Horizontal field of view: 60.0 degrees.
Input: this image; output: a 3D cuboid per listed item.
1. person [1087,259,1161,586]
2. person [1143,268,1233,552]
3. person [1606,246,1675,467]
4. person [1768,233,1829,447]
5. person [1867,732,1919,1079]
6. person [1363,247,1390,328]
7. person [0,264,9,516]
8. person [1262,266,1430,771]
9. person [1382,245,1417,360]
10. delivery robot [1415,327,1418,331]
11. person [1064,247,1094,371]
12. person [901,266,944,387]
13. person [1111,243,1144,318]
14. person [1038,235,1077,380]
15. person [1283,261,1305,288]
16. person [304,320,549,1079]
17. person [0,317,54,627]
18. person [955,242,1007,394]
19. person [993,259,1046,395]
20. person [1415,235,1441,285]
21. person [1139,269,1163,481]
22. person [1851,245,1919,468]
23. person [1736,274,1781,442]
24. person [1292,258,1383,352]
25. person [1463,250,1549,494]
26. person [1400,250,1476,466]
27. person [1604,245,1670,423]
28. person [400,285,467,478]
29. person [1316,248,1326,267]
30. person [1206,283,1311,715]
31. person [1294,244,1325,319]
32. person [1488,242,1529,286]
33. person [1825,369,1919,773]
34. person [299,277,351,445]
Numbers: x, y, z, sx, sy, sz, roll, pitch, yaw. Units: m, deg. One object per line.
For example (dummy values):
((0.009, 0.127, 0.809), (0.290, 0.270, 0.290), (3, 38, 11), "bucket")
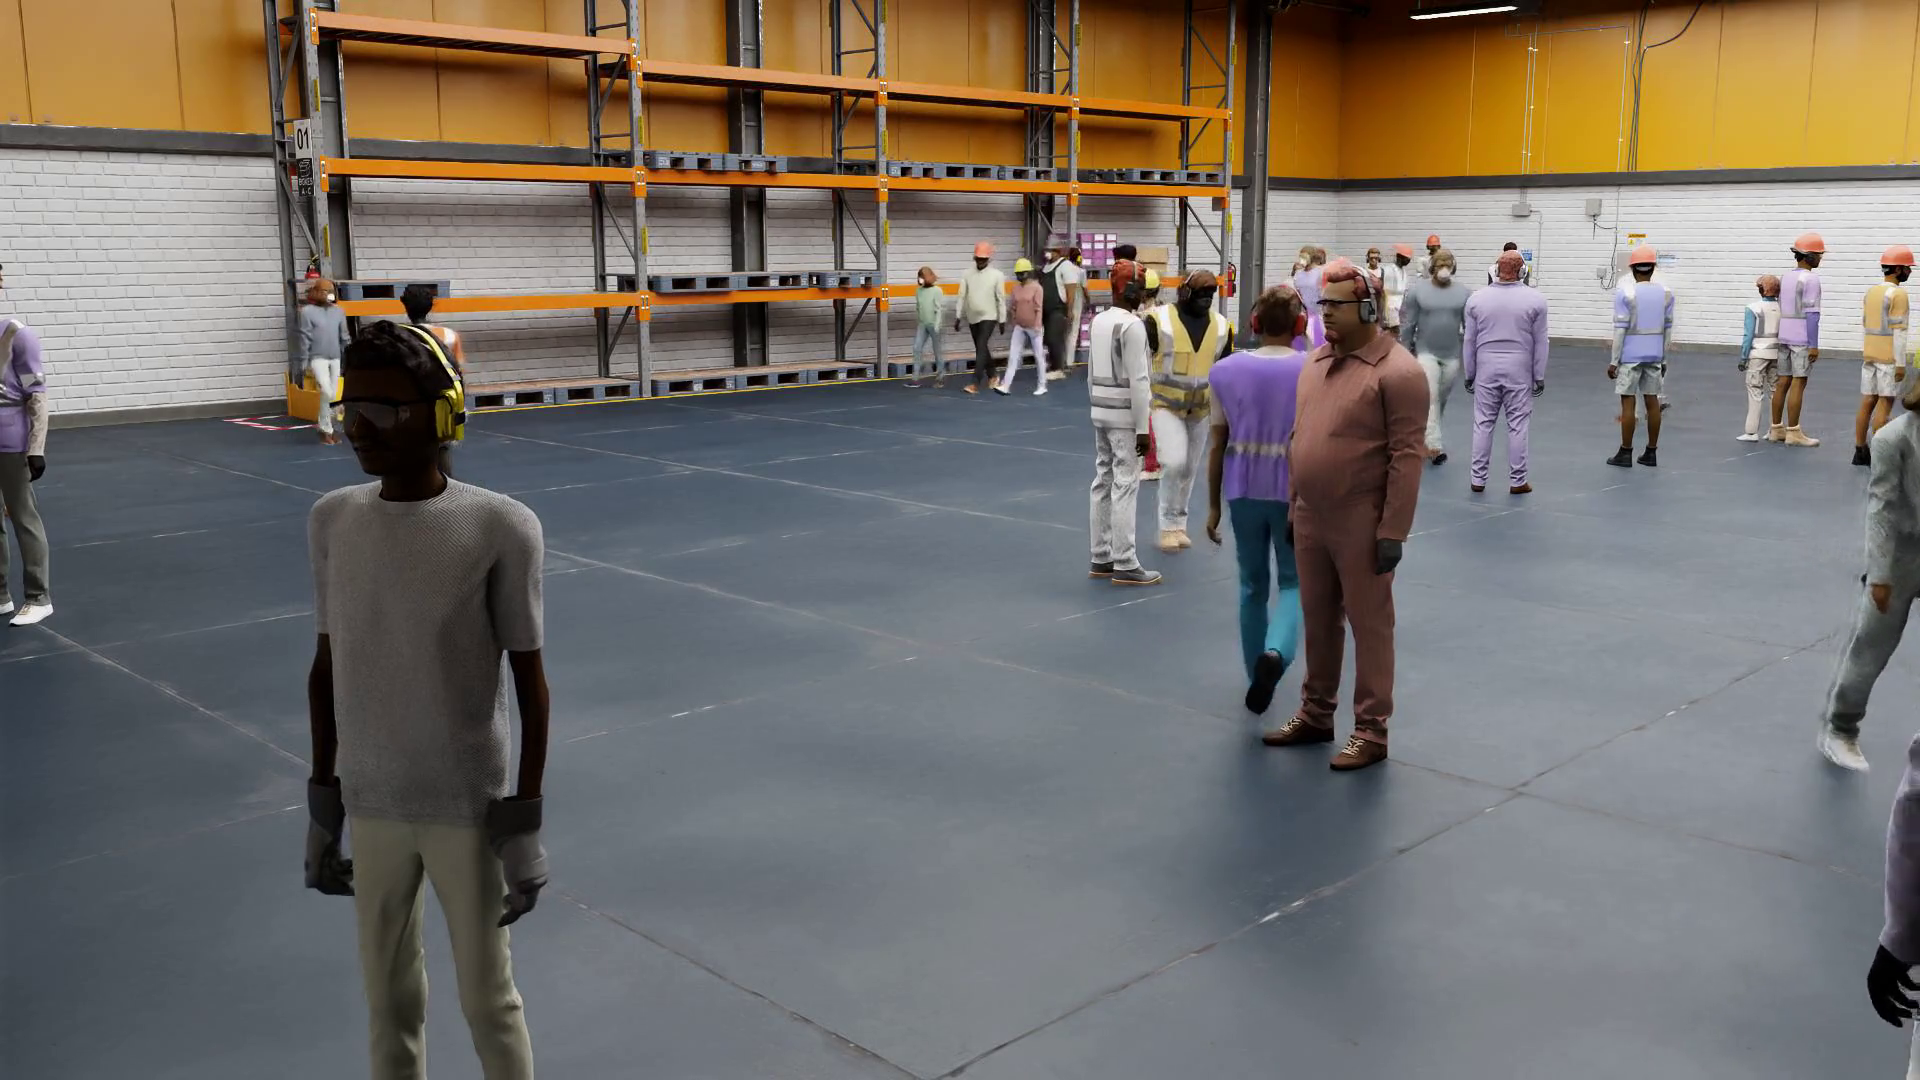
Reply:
((0.943, -0.680, 9.675), (0.356, 1.887, 0.572), (-5, 11, -23), "person")
((1.447, -0.821, 10.647), (0.647, 1.811, 0.604), (-3, 11, -17), "person")
((5.933, -1.599, 14.565), (0.547, 1.929, 0.385), (-1, 10, -8), "person")
((8.085, -1.920, 16.007), (0.376, 2.045, 0.605), (-1, 10, -4), "person")
((1.758, 0.667, 2.516), (0.627, 1.820, 0.638), (-8, 13, -36), "person")
((5.993, -3.336, 24.272), (0.515, 1.843, 0.327), (0, 10, 1), "person")
((-7.014, -1.105, 12.058), (0.329, 1.865, 0.516), (-3, 11, -15), "person")
((1.464, -0.085, 6.377), (0.407, 1.908, 0.642), (-6, 12, -30), "person")
((6.653, -3.541, 25.316), (0.971, 1.866, 0.615), (9, 14, 42), "person")
((8.124, -3.634, 29.160), (0.707, 0.478, 0.477), (1, 10, 5), "delivery robot")
((1.754, -3.433, 24.798), (0.521, 1.846, 0.522), (-10, 14, -42), "person")
((-0.461, -2.799, 21.986), (0.522, 1.598, 0.769), (8, 13, 37), "person")
((1.771, -2.090, 17.203), (0.608, 1.951, 0.608), (-5, 12, -26), "person")
((1.256, -3.250, 23.264), (0.640, 2.000, 0.715), (-6, 12, -29), "person")
((5.454, -3.700, 26.903), (0.504, 1.612, 0.645), (0, 10, 2), "person")
((-1.023, 0.523, 3.158), (0.508, 1.872, 0.328), (2, 11, 12), "person")
((-5.015, -0.506, 8.614), (0.594, 1.925, 0.376), (3, 11, 14), "person")
((0.306, -2.892, 21.621), (0.644, 1.953, 1.004), (6, 12, 29), "person")
((0.804, -2.654, 20.896), (0.542, 1.722, 0.900), (7, 13, 35), "person")
((8.879, -4.708, 31.268), (0.614, 2.029, 0.407), (1, 10, 6), "person")
((1.503, -1.342, 13.648), (0.361, 1.754, 0.526), (0, 10, 0), "person")
((8.063, -1.585, 14.467), (0.362, 1.938, 0.545), (0, 10, -2), "person")
((7.881, -1.772, 16.298), (0.515, 1.640, 0.315), (-2, 11, -10), "person")
((2.126, -0.640, 9.449), (0.557, 1.881, 1.014), (1, 10, 6), "person")
((4.281, -1.311, 13.061), (0.645, 1.908, 0.408), (5, 12, 26), "person")
((4.270, -1.615, 14.769), (0.651, 1.882, 1.003), (0, 10, 2), "person")
((7.285, -2.190, 17.817), (0.652, 1.920, 0.477), (-4, 11, -22), "person")
((-3.703, -0.912, 11.469), (0.557, 1.679, 0.457), (-6, 12, -31), "person")
((4.819, -2.994, 22.390), (0.612, 1.843, 0.935), (-1, 10, -6), "person")
((1.293, -0.152, 6.964), (0.572, 1.824, 0.736), (4, 11, 20), "person")
((4.487, -2.780, 21.070), (0.861, 1.914, 0.633), (-7, 13, -34), "person")
((8.095, -3.435, 24.611), (0.593, 1.919, 0.392), (2, 11, 13), "person")
((3.478, 0.094, 5.982), (0.503, 1.692, 0.921), (0, 10, -1), "person")
((-6.104, -1.722, 16.082), (0.497, 1.612, 0.522), (7, 12, 32), "person")
